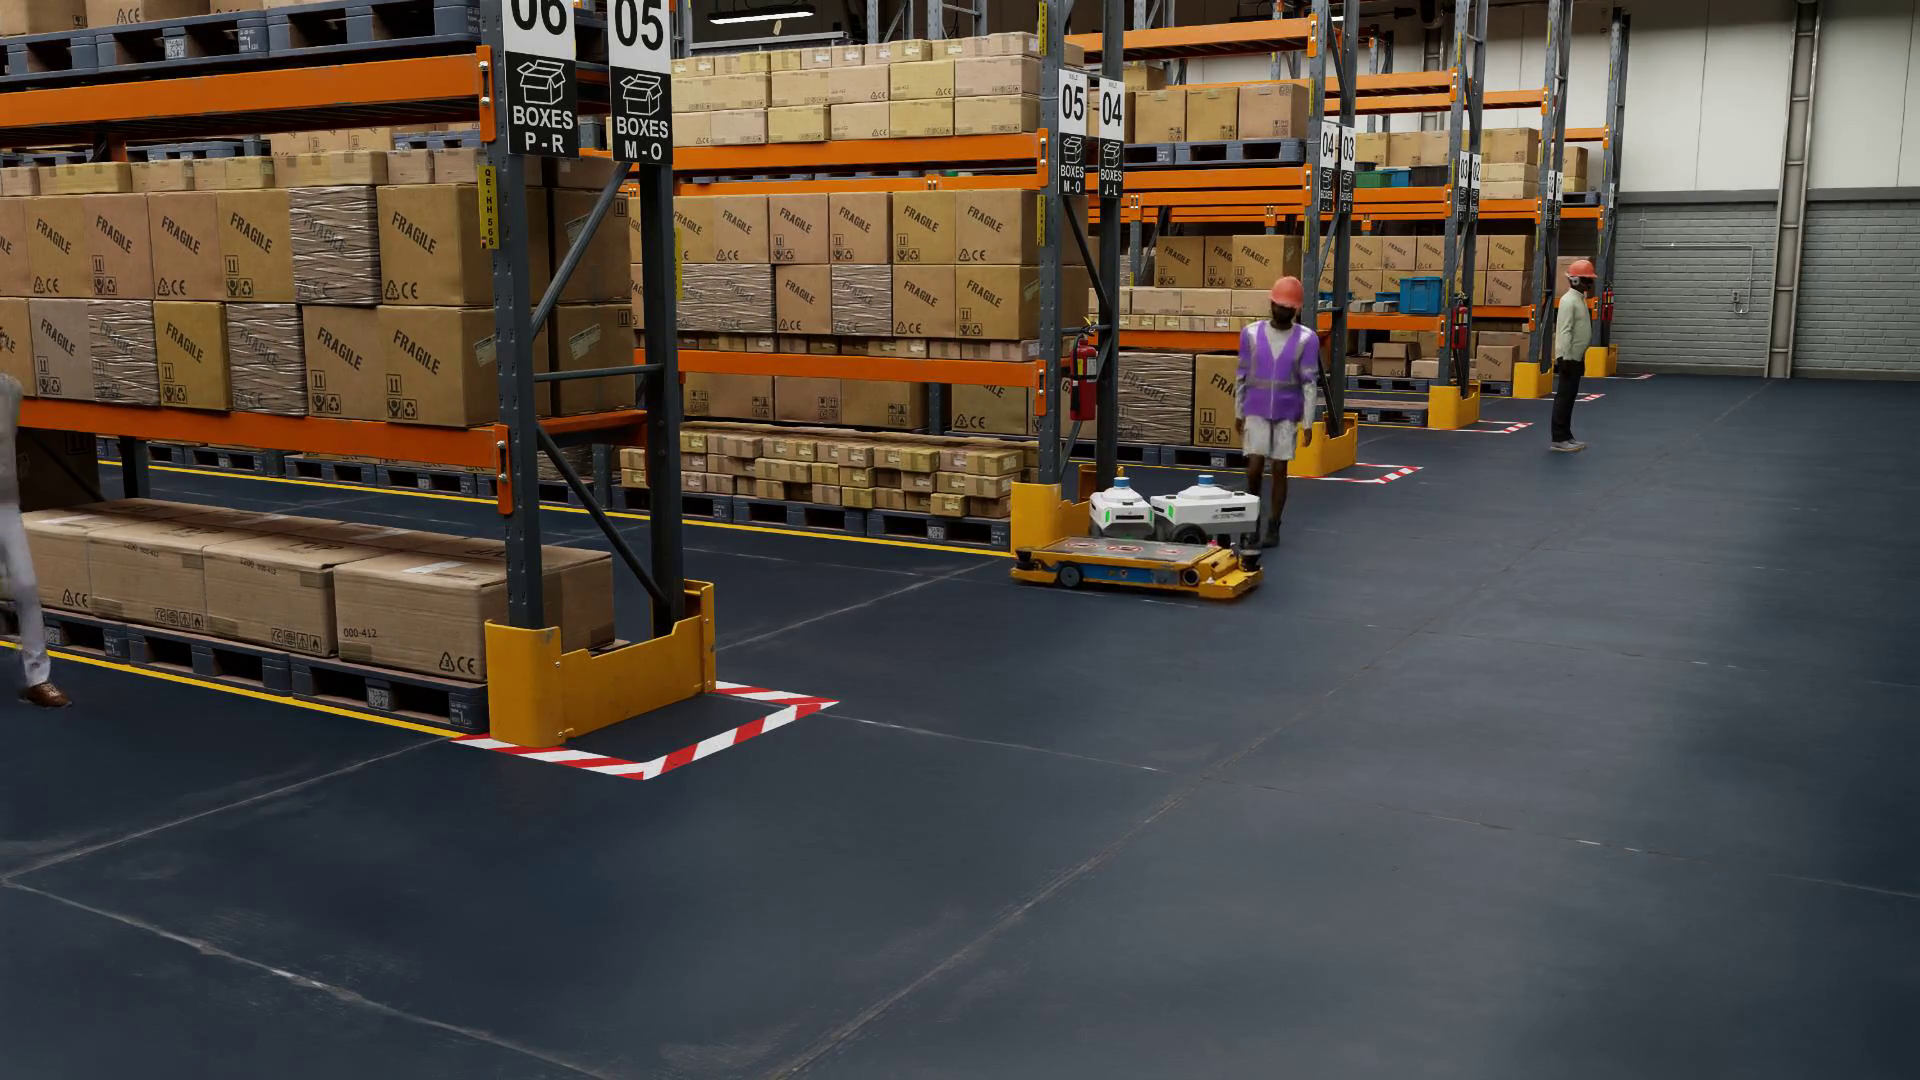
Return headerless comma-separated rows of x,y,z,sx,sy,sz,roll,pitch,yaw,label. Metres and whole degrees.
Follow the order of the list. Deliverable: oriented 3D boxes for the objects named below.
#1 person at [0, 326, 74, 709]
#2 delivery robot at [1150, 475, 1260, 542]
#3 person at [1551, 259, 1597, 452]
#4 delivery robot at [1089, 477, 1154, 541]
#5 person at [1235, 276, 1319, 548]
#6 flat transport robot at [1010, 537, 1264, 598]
-4.475,-0.157,7.539,0.926,1.835,0.517,5,11,29,person
1.650,-0.194,11.188,0.707,0.478,0.477,-3,10,-19,delivery robot
6.407,-1.922,17.374,0.385,1.993,0.611,6,11,31,person
1.073,-0.176,11.084,0.477,0.478,0.707,-1,10,-4,delivery robot
2.173,-0.863,11.461,0.568,1.899,0.555,2,10,12,person
1.095,0.151,10.274,1.431,0.197,0.652,5,11,26,flat transport robot
